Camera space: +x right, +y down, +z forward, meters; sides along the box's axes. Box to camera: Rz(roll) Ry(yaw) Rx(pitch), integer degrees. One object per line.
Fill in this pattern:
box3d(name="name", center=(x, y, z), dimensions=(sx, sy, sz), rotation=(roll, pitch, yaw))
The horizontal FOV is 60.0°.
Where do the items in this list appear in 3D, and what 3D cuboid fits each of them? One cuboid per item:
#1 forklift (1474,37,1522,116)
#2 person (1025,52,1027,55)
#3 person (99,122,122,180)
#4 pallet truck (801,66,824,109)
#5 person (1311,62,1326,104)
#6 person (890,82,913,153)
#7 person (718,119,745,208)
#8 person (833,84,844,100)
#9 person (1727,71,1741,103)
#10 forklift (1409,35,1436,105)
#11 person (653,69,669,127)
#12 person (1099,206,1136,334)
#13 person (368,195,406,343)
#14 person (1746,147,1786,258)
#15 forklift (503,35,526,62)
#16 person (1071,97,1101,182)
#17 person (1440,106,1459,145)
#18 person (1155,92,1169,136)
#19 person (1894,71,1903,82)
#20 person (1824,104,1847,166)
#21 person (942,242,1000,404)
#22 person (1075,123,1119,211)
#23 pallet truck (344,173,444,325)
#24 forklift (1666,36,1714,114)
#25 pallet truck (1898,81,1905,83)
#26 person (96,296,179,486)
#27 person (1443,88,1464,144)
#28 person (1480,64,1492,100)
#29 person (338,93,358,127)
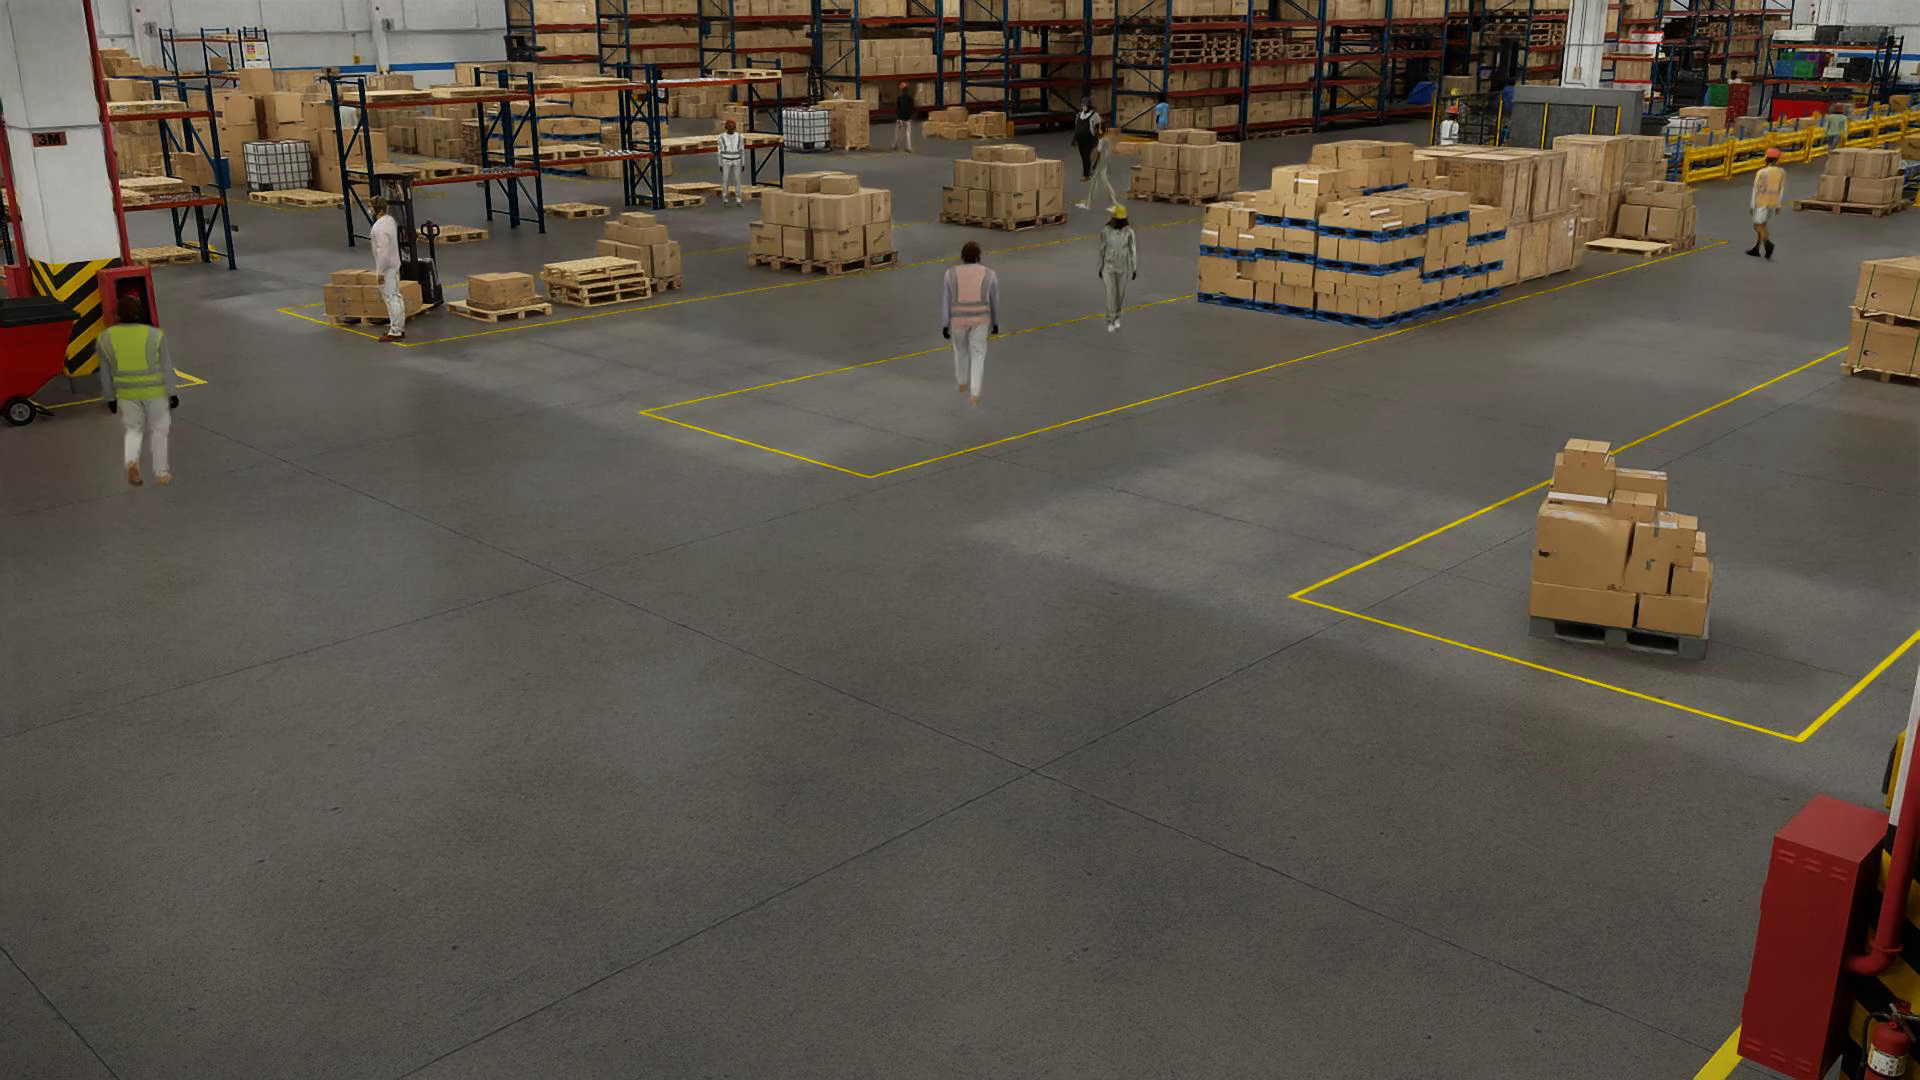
box3d(name="forklift", center=(20.061, -16.955, 60.864), dimensions=(1.873, 2.768, 1.129), rotation=(17, 25, 41))
box3d(name="person", center=(3.051, -21.373, 75.704), dimensions=(0.424, 1.903, 0.669), rotation=(14, 23, 35))
box3d(name="person", center=(-20.057, -9.186, 39.003), dimensions=(0.829, 1.900, 0.590), rotation=(8, 20, 21))
box3d(name="pallet truck", center=(-4.812, -15.182, 56.903), dimensions=(0.823, 1.965, 1.885), rotation=(-9, 21, -26))
box3d(name="person", center=(14.718, -18.731, 67.926), dimensions=(0.709, 1.777, 0.761), rotation=(-15, 23, -38))
box3d(name="person", center=(-1.687, -12.099, 47.671), dimensions=(0.631, 1.956, 0.879), rotation=(-17, 25, -42))
box3d(name="person", center=(-4.906, -8.088, 35.729), dimensions=(0.573, 1.876, 0.355), rotation=(-6, 19, -18))
box3d(name="person", center=(-3.832, -13.574, 52.621), dimensions=(0.310, 1.636, 0.523), rotation=(9, 20, 24))
box3d(name="person", center=(28.398, -16.396, 61.111), dimensions=(0.528, 1.649, 0.898), rotation=(16, 24, 40))
box3d(name="forklift", center=(17.654, -17.874, 63.633), dimensions=(1.873, 2.768, 1.129), rotation=(16, 24, 40))
box3d(name="person", center=(-10.135, -14.983, 56.444), dimensions=(0.588, 1.911, 0.396), rotation=(7, 20, 21))
box3d(name="person", center=(2.161, -3.722, 22.834), dimensions=(0.504, 1.714, 0.750), rotation=(-1, 18, -3))
box3d(name="person", center=(-7.625, -3.602, 22.104), dimensions=(0.361, 1.939, 0.635), rotation=(-2, 18, -6))
box3d(name="person", center=(14.066, -5.857, 28.942), dimensions=(0.549, 1.918, 0.757), rotation=(-2, 19, -7))
box3d(name="forklift", center=(-16.784, -17.651, 62.961), dimensions=(1.873, 2.768, 1.129), rotation=(6, 19, 17))
box3d(name="person", center=(3.000, -9.782, 40.567), dimensions=(0.830, 2.000, 0.693), rotation=(-16, 24, -39))
box3d(name="person", center=(11.419, -9.145, 38.832), dimensions=(0.399, 1.928, 0.542), rotation=(-9, 21, -26))
box3d(name="person", center=(5.757, -11.934, 47.586), dimensions=(0.317, 1.695, 0.540), rotation=(15, 24, 39))
box3d(name="person", center=(33.124, -15.782, 59.114), dimensions=(0.789, 1.740, 0.520), rotation=(15, 24, 39))
box3d(name="person", center=(23.231, -10.756, 44.190), dimensions=(0.817, 1.601, 0.509), rotation=(-17, 25, -42))
box3d(name="person", center=(0.130, -2.504, 19.035), dimensions=(0.656, 1.788, 0.969), rotation=(1, 18, 2))
box3d(name="person", center=(2.953, -7.867, 35.146), dimensions=(0.971, 1.821, 0.541), rotation=(3, 19, 8))
box3d(name="pallet truck", center=(-8.209, -4.181, 23.757), dimensions=(0.823, 1.965, 1.885), rotation=(3, 19, 9))
box3d(name="forklift", center=(27.341, -17.291, 61.877), dimensions=(1.129, 2.768, 1.873), rotation=(17, 25, 41))
box3d(name="pallet truck", center=(34.802, -16.331, 61.455), dimensions=(0.653, 1.274, 1.630), rotation=(17, 25, 41))
box3d(name="person", center=(-7.653, -1.365, 15.545), dimensions=(0.631, 1.827, 0.553), rotation=(-4, 19, -11))
box3d(name="person", center=(14.209, -12.101, 47.912), dimensions=(0.599, 1.812, 0.710), rotation=(13, 22, 34))
box3d(name="person", center=(21.505, -18.788, 67.917), dimensions=(0.946, 1.889, 0.572), rotation=(-17, 25, -42))
box3d(name="person", center=(-16.065, -10.689, 43.478), dimensions=(0.656, 1.925, 0.437), rotation=(-5, 19, -14))
